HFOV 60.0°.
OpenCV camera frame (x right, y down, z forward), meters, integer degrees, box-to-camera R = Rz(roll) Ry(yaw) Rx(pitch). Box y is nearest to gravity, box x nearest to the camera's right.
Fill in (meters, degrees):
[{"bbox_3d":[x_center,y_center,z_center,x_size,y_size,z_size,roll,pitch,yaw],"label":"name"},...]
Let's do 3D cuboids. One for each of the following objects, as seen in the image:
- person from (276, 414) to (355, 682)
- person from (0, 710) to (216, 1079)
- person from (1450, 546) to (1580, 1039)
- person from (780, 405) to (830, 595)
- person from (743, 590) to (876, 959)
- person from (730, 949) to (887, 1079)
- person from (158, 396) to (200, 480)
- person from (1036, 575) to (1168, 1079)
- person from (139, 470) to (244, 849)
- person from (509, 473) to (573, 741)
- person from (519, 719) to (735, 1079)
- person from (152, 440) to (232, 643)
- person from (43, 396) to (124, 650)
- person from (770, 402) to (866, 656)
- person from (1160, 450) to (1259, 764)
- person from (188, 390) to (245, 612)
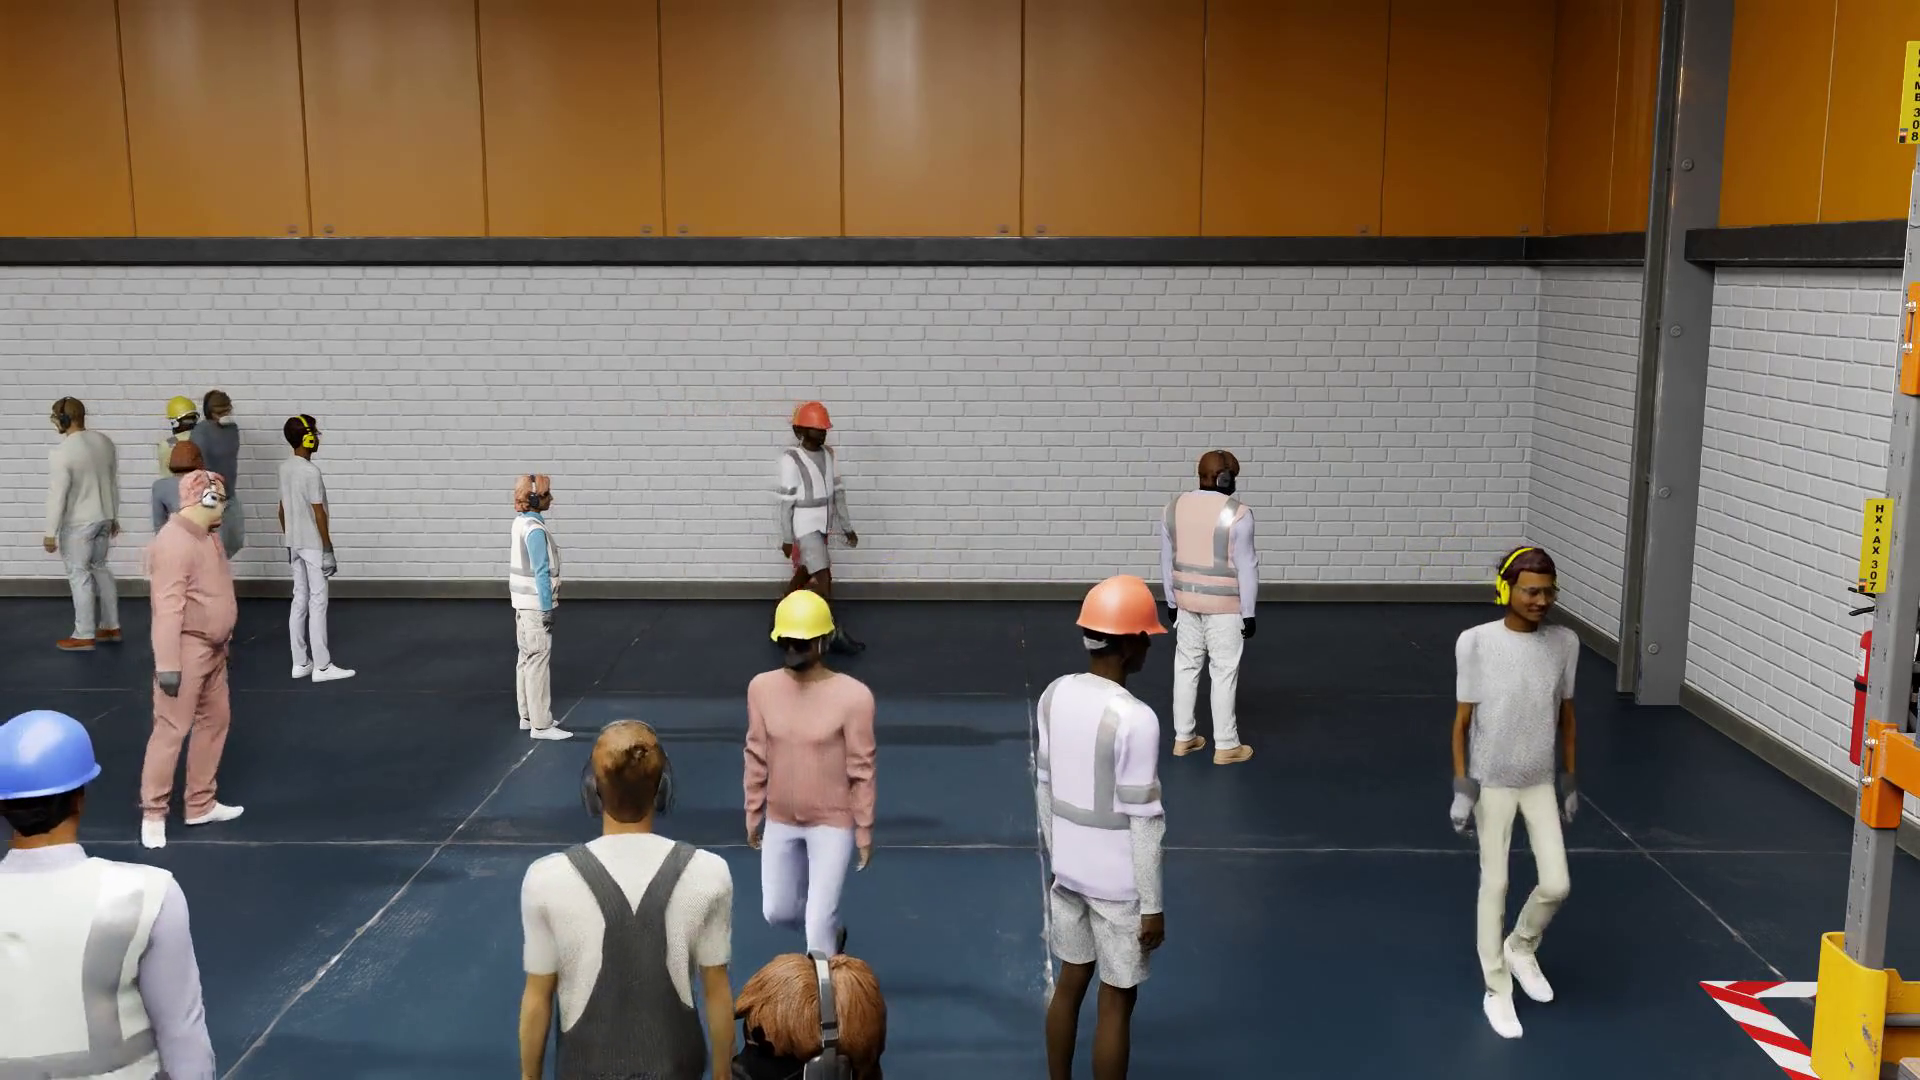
[{"bbox_3d":[-4.541,0.055,11.641,0.509,1.876,0.328,7,12,34],"label":"person"},{"bbox_3d":[-2.024,1.348,3.742,0.614,1.926,0.674,0,9,-1],"label":"person"},{"bbox_3d":[2.125,0.944,6.351,0.550,1.861,0.458,-1,9,-3],"label":"person"},{"bbox_3d":[-1.265,-0.225,13.679,0.328,1.761,0.527,8,13,41],"label":"person"},{"bbox_3d":[-0.538,1.027,6.200,0.542,1.756,0.646,4,10,21],"label":"person"},{"bbox_3d":[-0.234,1.556,2.748,0.429,1.845,0.620,-3,10,-19],"label":"person"},{"bbox_3d":[-6.379,-0.283,13.798,0.404,1.831,0.588,5,11,28],"label":"person"},{"bbox_3d":[0.489,1.068,5.393,0.378,1.932,0.551,-6,11,-33],"label":"person"},{"bbox_3d":[-3.971,0.587,8.506,0.533,1.874,0.722,-1,10,-8],"label":"person"},{"bbox_3d":[-2.603,0.409,10.219,0.309,1.641,0.515,-5,11,-27],"label":"person"},{"bbox_3d":[-0.789,1.357,4.014,0.543,1.824,0.633,-4,10,-20],"label":"person"},{"bbox_3d":[-5.715,0.055,12.429,0.527,1.607,0.708,-2,10,-9],"label":"person"},{"bbox_3d":[-6.622,-0.120,12.530,0.442,1.930,0.666,2,10,10],"label":"person"},{"bbox_3d":[-1.118,-0.103,12.558,0.987,1.893,0.560,6,11,32],"label":"person"},{"bbox_3d":[1.481,0.388,9.764,0.634,1.835,0.429,8,13,41],"label":"person"},{"bbox_3d":[-6.194,-0.305,13.745,0.631,1.894,0.675,1,10,6],"label":"person"}]
